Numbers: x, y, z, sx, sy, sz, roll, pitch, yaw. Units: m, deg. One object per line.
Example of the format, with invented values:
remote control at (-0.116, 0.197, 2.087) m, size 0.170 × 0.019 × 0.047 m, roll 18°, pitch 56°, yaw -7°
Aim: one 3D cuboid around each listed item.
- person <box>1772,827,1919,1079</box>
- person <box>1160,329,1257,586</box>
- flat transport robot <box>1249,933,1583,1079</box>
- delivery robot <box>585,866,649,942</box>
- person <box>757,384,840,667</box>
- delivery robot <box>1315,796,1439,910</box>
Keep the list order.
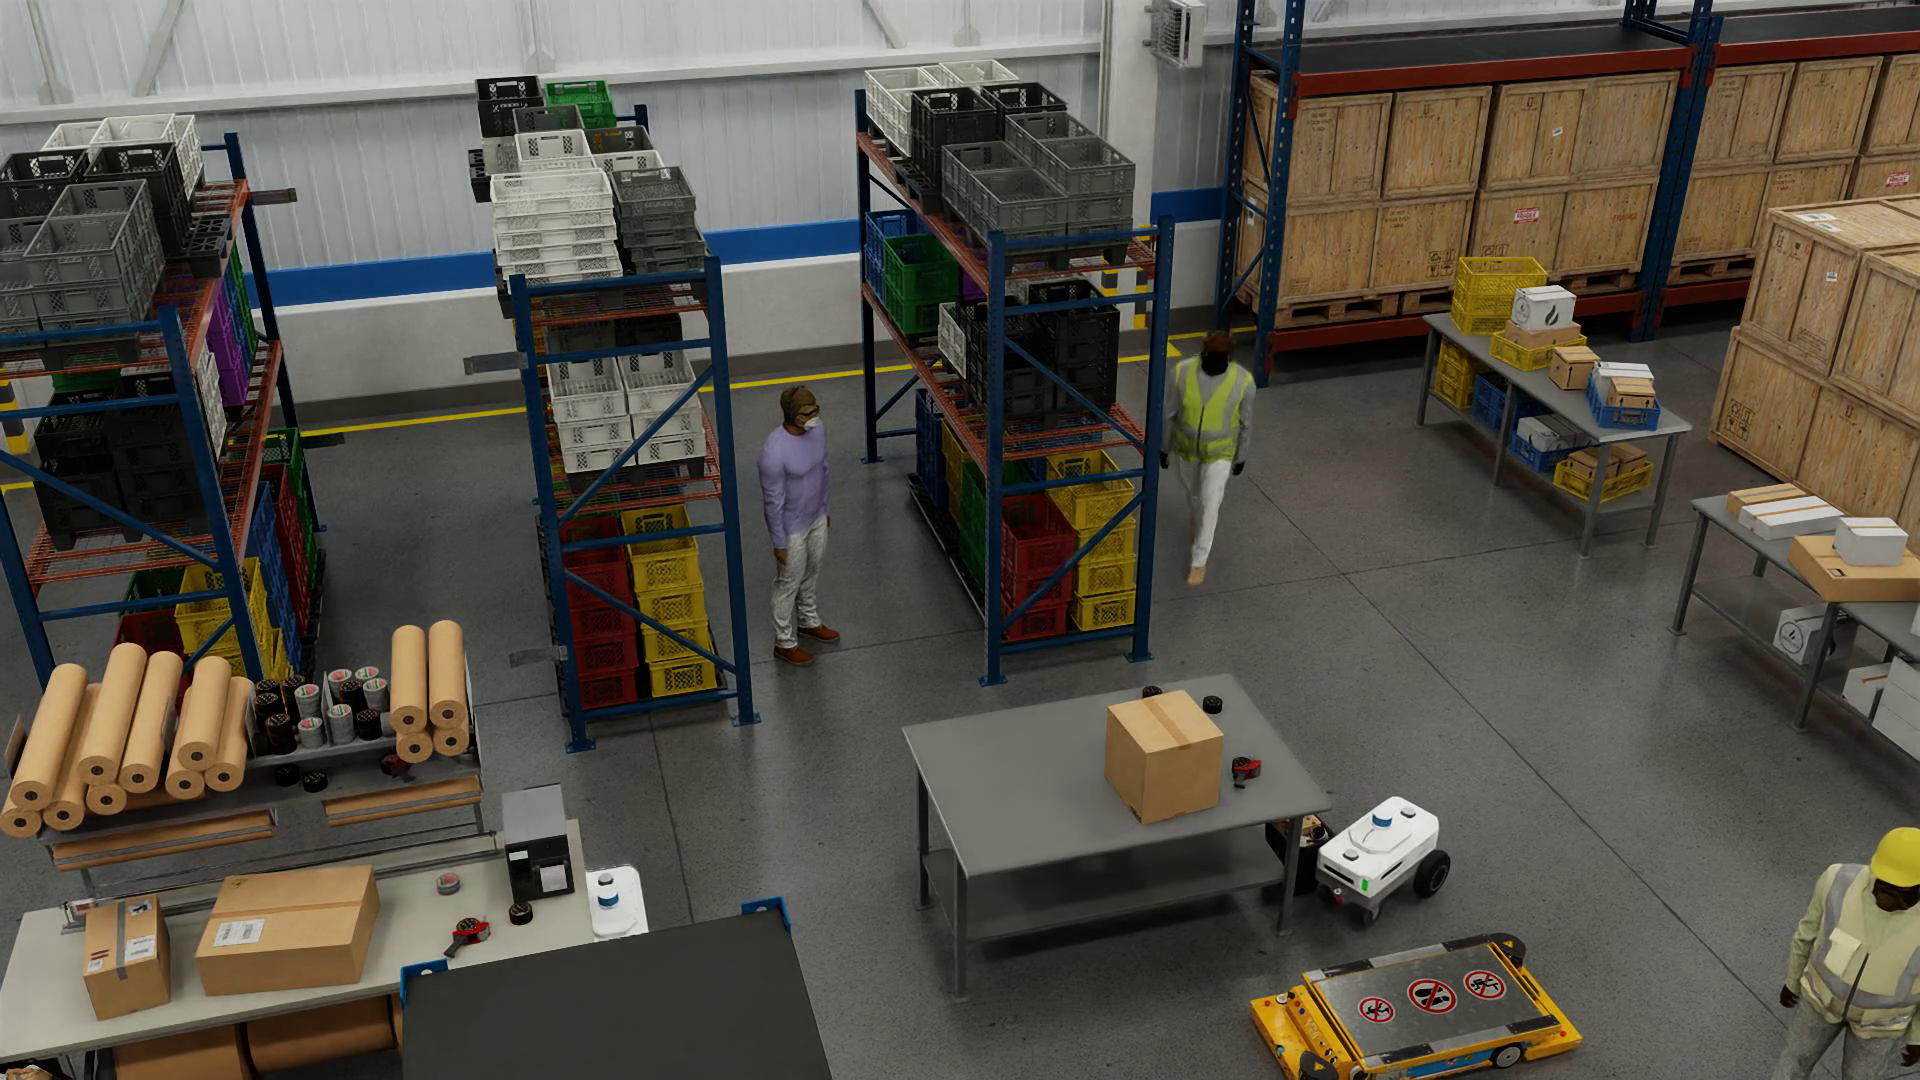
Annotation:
person at (3.763, 1.944, 6.985) m, size 0.591 × 1.834 × 0.404 m, roll 23°, pitch 36°, yaw 36°
person at (1.741, -0.666, 11.783) m, size 0.637 × 1.817 × 0.864 m, roll 12°, pitch 31°, yaw 20°
flat transport robot at (2.184, 2.282, 7.980) m, size 1.431 × 0.197 × 0.652 m, roll -8°, pitch 30°, yaw -14°
delivery robot at (-1.722, 1.927, 8.241) m, size 0.477 × 0.478 × 0.707 m, roll -8°, pitch 30°, yaw -14°
person at (-1.027, -0.108, 10.619) m, size 0.362 × 1.931 × 0.627 m, roll 14°, pitch 32°, yaw 24°
delivery robot at (2.204, 1.633, 8.776) m, size 0.707 × 0.478 × 0.477 m, roll -24°, pitch 37°, yaw -36°
